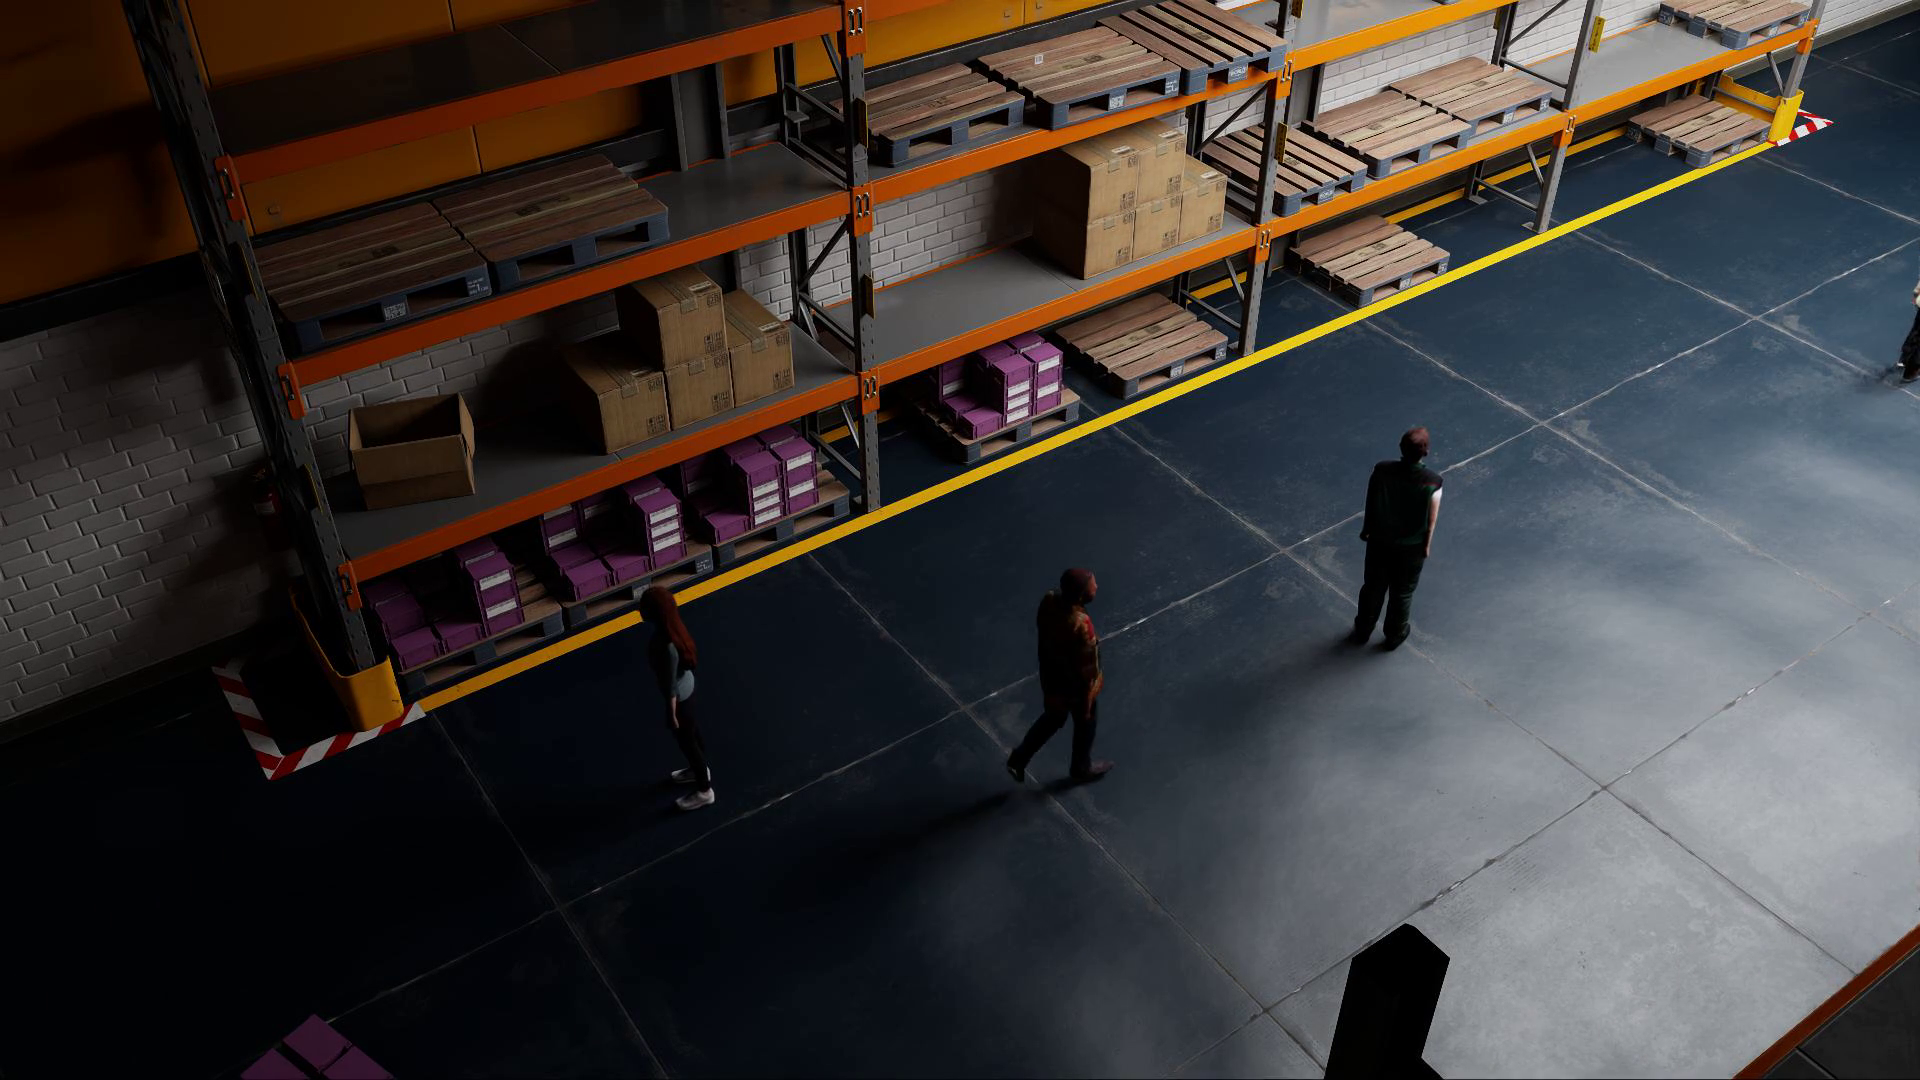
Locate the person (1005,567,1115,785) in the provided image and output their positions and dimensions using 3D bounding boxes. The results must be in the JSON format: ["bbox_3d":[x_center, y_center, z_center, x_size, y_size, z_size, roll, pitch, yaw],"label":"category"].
[{"bbox_3d":[0.610,0.888,10.328,1.009,1.789,0.734,-19,42,-22],"label":"person"}]

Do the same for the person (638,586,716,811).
[{"bbox_3d":[-1.735,0.966,10.270,0.661,1.739,0.646,-5,39,-6],"label":"person"}]

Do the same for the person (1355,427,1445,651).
[{"bbox_3d":[3.007,-0.019,11.421,0.737,1.843,0.755,16,41,19],"label":"person"}]

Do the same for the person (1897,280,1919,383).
[{"bbox_3d":[8.335,-2.001,14.225,0.591,1.441,0.603,-20,43,-23],"label":"person"}]
